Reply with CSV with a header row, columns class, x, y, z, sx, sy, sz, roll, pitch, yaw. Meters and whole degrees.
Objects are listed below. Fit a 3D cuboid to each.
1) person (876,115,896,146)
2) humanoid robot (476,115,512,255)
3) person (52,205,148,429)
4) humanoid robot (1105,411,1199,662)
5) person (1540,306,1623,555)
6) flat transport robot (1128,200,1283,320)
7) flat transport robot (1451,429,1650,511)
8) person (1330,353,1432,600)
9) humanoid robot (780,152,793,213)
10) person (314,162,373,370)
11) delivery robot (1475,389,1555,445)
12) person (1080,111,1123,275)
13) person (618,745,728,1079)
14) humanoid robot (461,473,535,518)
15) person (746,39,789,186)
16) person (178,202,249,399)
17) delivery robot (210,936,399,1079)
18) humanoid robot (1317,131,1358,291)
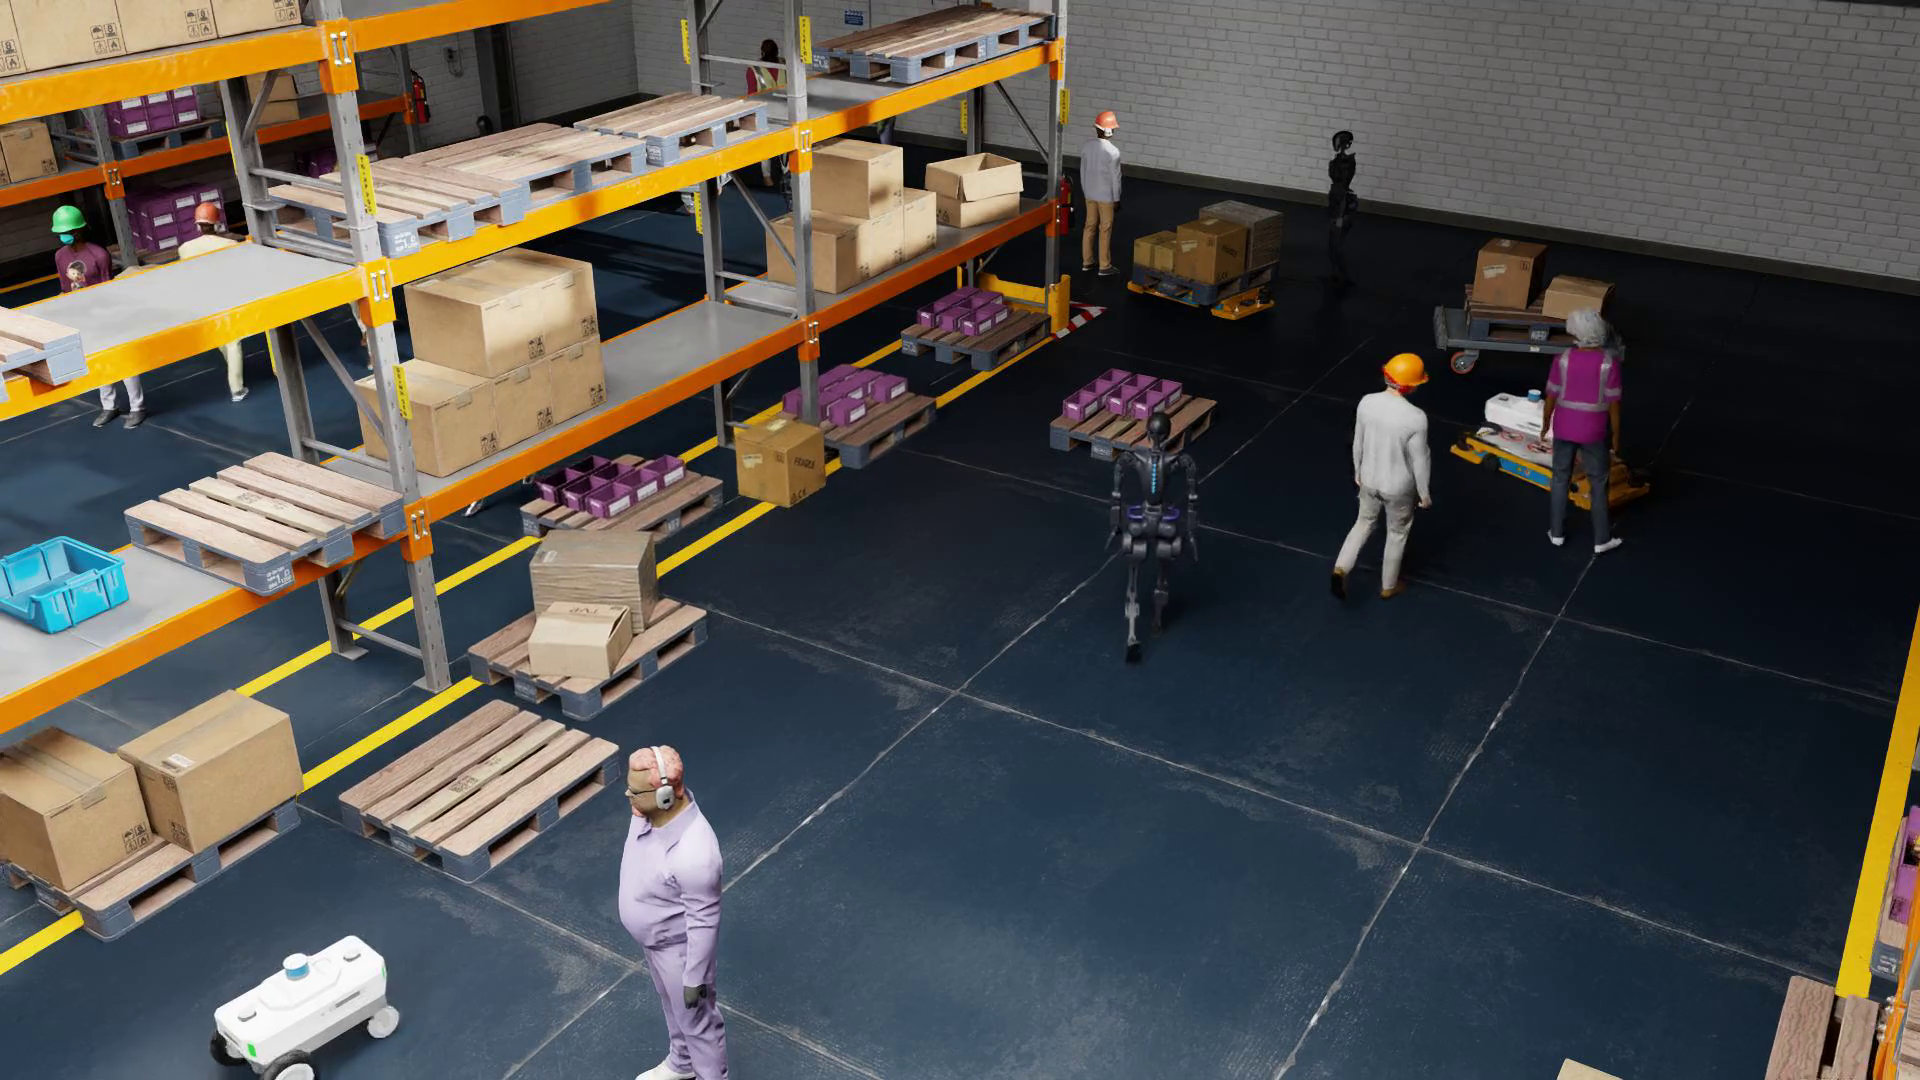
class,x,y,z,sx,sy,sz,roll,pitch,yaw
person,-0.957,-5.311,21.151,0.278,1.633,0.498,5,27,9
humanoid robot,-5.055,-3.790,18.113,0.593,1.635,0.586,-6,28,-12
person,-7.305,-1.888,14.078,0.482,1.944,0.431,2,27,4
humanoid robot,1.243,-0.022,10.703,0.613,1.632,0.670,3,27,7
person,4.545,-0.786,12.042,0.689,1.814,0.337,15,30,27
flat transport robot,2.504,-2.601,17.323,0.659,0.231,1.431,-24,35,-38
flat transport robot,4.748,-0.619,13.417,0.659,0.231,1.431,-18,32,-31
person,2.871,-0.397,11.224,0.582,1.860,0.697,23,35,38
humanoid robot,-1.665,-3.177,16.886,0.315,1.657,0.599,-3,27,-7
person,-5.653,-2.619,15.575,0.634,1.898,1.027,-5,27,-10
delivery robot,4.703,-0.954,13.761,0.797,0.593,0.499,24,35,39
person,1.537,-3.738,17.923,0.328,1.750,0.569,-21,34,-36
person,-1.223,1.693,7.055,0.411,1.908,0.641,-15,30,-26
humanoid robot,-3.621,-1.091,12.748,0.545,1.777,0.957,11,29,21
person,-2.385,-5.458,21.233,0.633,1.831,0.429,-14,30,-25
person,-6.587,-2.173,14.893,0.582,1.695,0.910,-3,27,-7
delivery robot,-3.011,2.177,7.610,0.499,0.611,0.804,21,34,36
humanoid robot,4.023,-3.482,17.497,0.390,1.640,0.587,-1,27,-3
